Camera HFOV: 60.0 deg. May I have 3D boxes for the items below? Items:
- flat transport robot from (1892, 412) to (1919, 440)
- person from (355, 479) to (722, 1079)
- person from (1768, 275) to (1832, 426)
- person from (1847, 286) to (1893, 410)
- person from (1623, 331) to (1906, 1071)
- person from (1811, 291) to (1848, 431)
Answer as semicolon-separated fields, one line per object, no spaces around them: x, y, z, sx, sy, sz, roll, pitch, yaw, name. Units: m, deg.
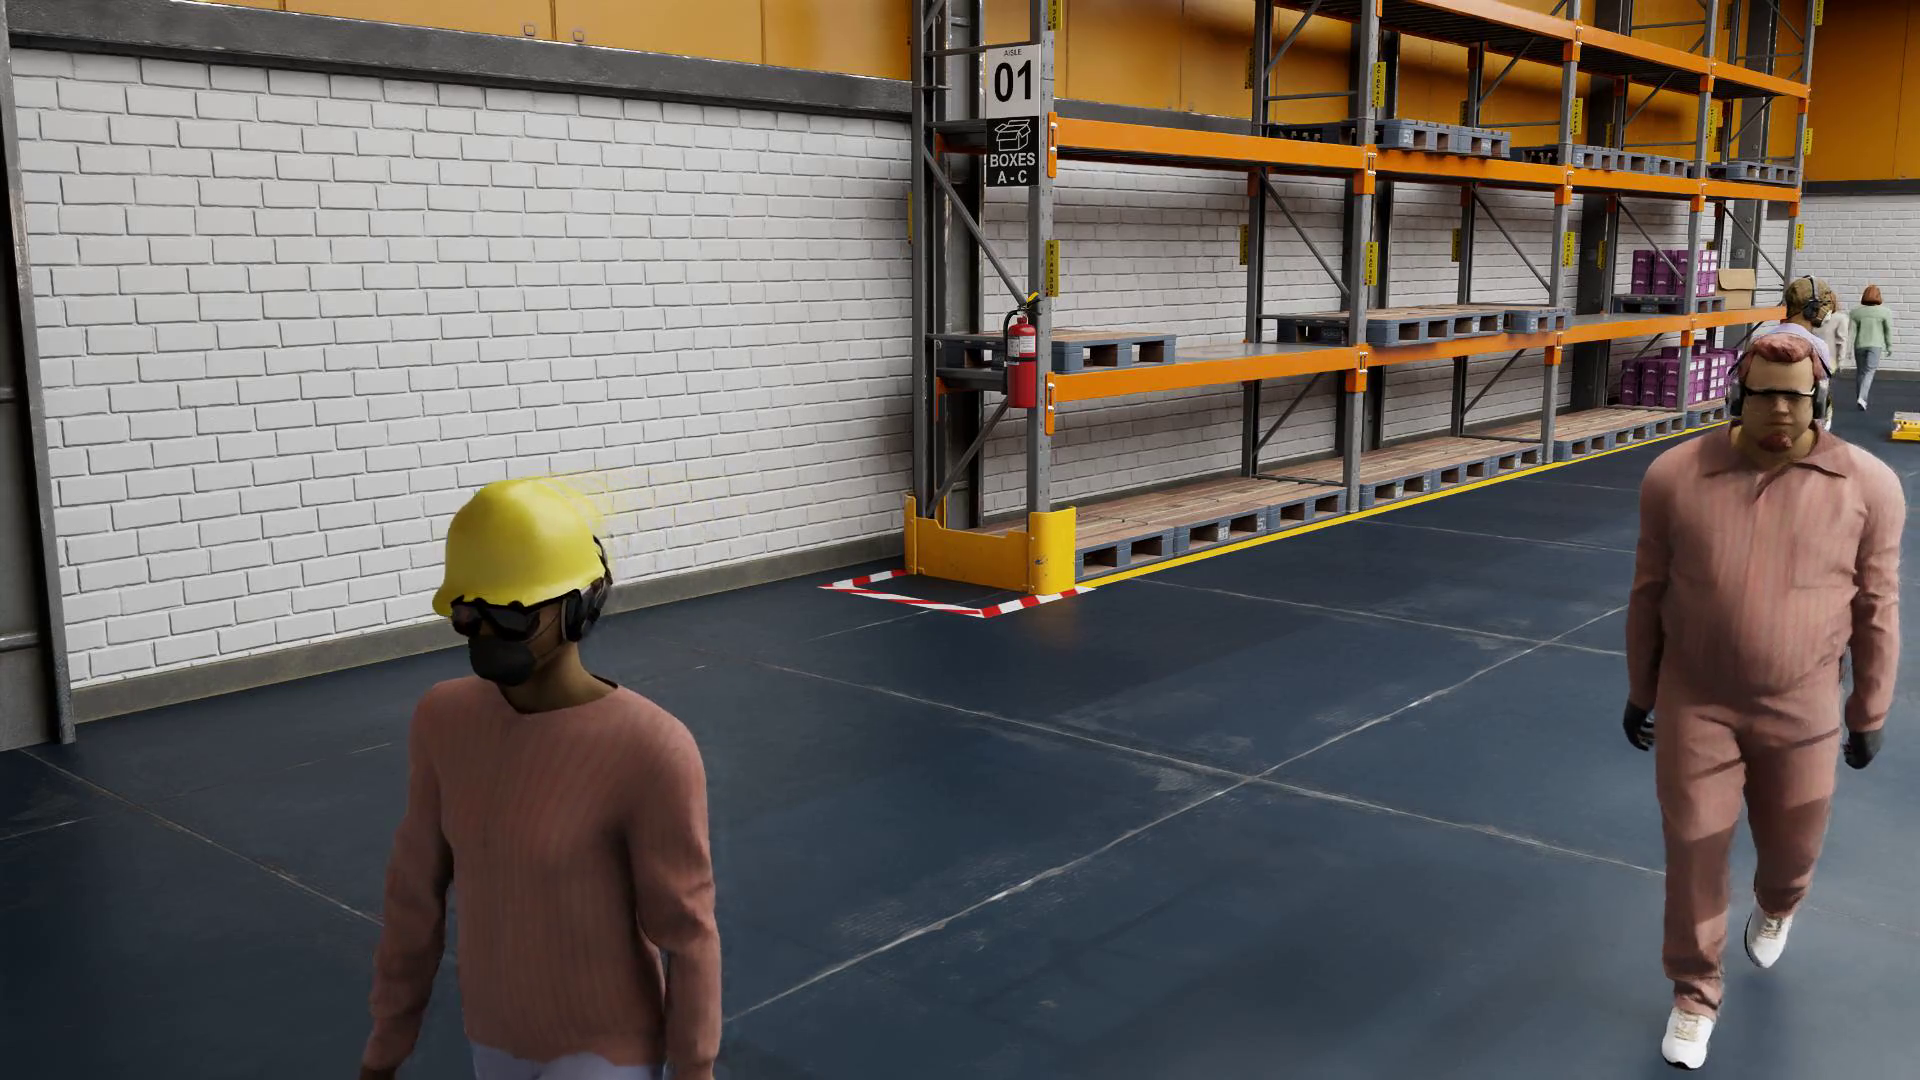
10.590;-1.246;18.210;0.652;0.197;1.431;6;11;29;flat transport robot
-0.667;0.786;2.450;0.535;1.748;0.692;6;12;31;person
4.530;-0.474;9.116;0.368;1.932;0.622;1;10;5;person
11.710;-2.480;21.460;0.497;1.596;0.829;9;14;43;person
2.096;0.383;4.391;0.645;1.877;0.786;5;11;27;person
9.621;-1.988;18.595;0.387;1.618;0.518;-6;12;-31;person
